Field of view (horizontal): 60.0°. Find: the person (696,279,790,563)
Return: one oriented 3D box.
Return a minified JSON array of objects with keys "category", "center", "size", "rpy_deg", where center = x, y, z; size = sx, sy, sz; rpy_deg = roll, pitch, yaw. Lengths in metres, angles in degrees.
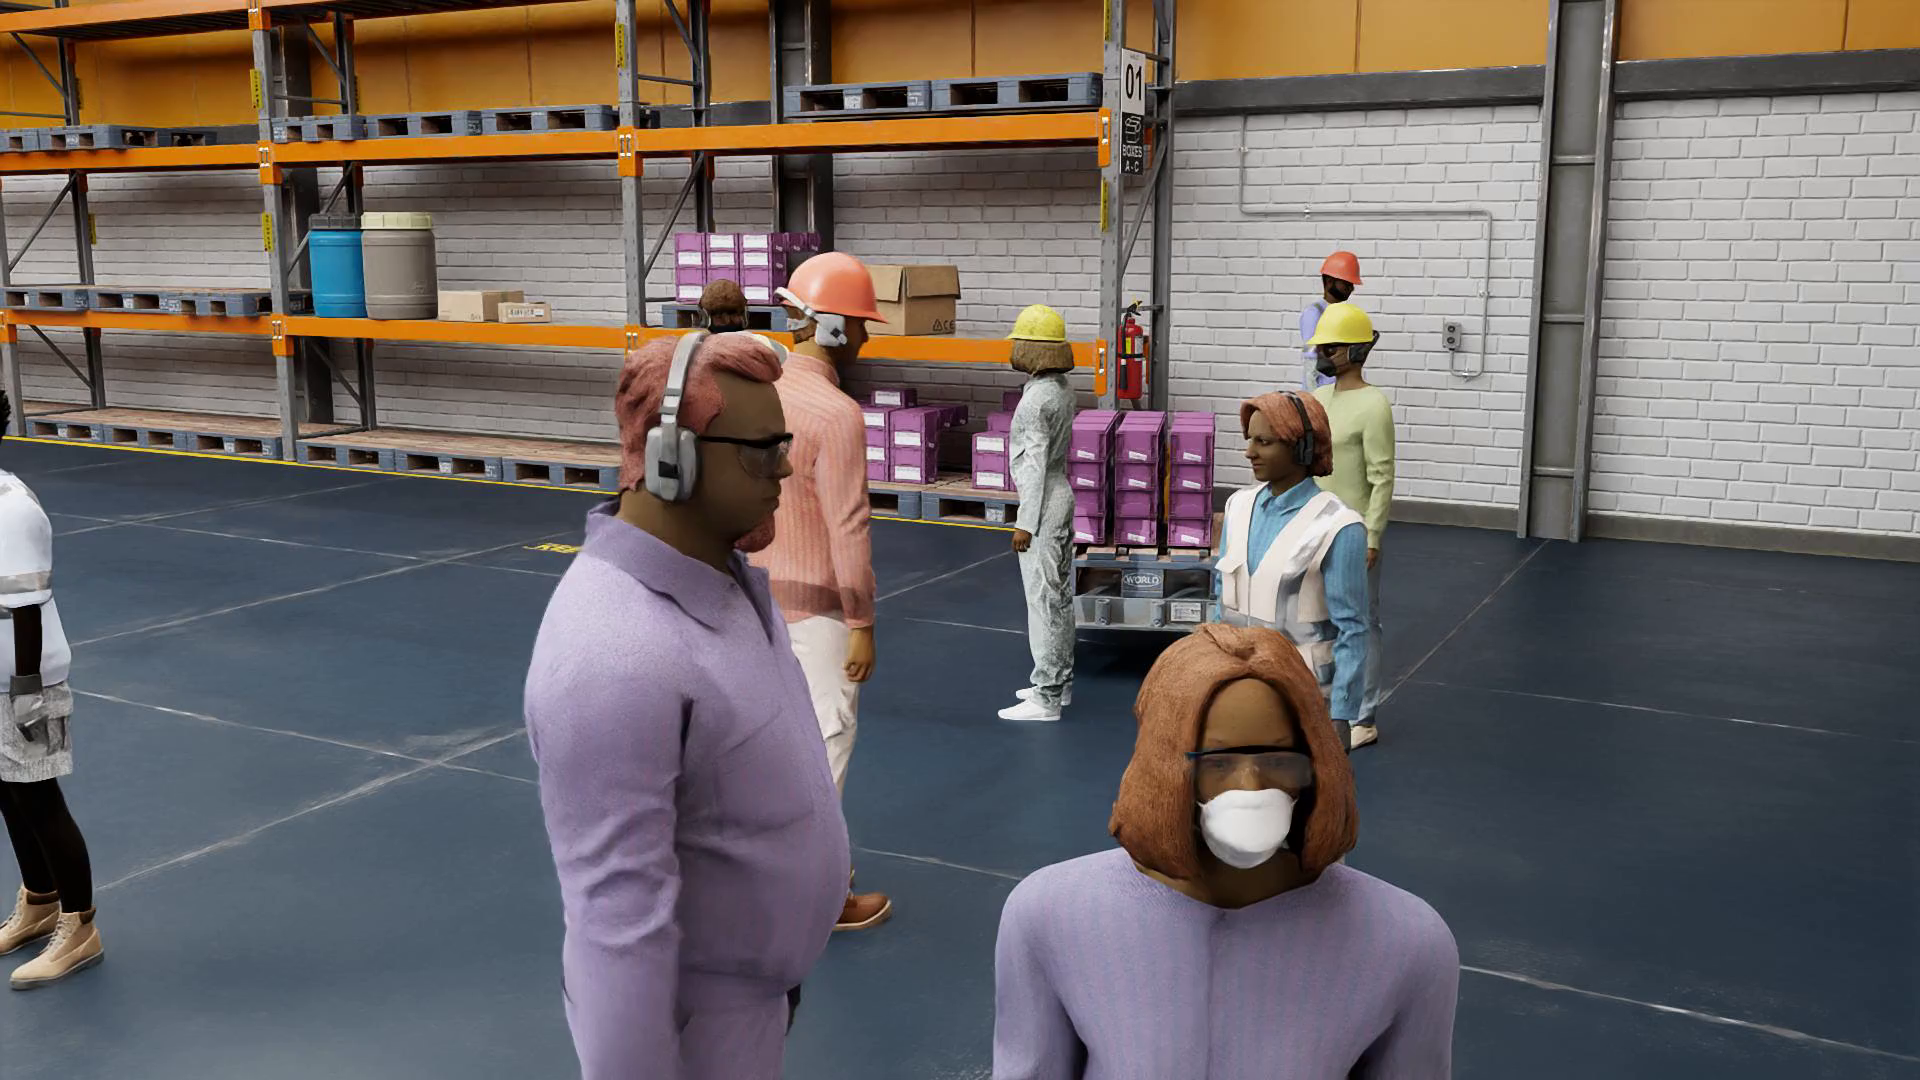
[{"category":"person","center":[-1.029,-0.244,7.478],"size":[0.619,1.838,0.430],"rpy_deg":[-7,12,-32]}]

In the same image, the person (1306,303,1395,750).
[{"category":"person","center":[1.506,-0.048,6.588],"size":[0.330,1.769,0.526],"rpy_deg":[-4,11,-19]}]

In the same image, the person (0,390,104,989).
[{"category":"person","center":[-2.611,0.371,4.515],"size":[0.539,1.693,0.321],"rpy_deg":[9,13,39]}]

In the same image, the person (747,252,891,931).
[{"category":"person","center":[-0.406,0.165,4.842],"size":[0.410,1.980,0.631],"rpy_deg":[-6,12,-30]}]

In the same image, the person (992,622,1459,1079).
[{"category":"person","center":[0.272,0.886,1.822],"size":[0.503,1.636,0.280],"rpy_deg":[1,10,7]}]

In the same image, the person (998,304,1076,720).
[{"category":"person","center":[0.331,-0.111,6.997],"size":[0.294,1.744,0.486],"rpy_deg":[3,11,17]}]

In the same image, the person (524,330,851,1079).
[{"category":"person","center":[-0.355,0.660,2.348],"size":[0.405,1.901,0.647],"rpy_deg":[0,10,2]}]

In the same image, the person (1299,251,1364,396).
[{"category":"person","center":[2.473,-0.948,11.079],"size":[0.371,1.928,0.543],"rpy_deg":[8,13,36]}]

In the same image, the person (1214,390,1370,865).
[{"category":"person","center":[0.840,0.427,4.332],"size":[0.310,1.638,0.523],"rpy_deg":[-6,12,-31]}]
